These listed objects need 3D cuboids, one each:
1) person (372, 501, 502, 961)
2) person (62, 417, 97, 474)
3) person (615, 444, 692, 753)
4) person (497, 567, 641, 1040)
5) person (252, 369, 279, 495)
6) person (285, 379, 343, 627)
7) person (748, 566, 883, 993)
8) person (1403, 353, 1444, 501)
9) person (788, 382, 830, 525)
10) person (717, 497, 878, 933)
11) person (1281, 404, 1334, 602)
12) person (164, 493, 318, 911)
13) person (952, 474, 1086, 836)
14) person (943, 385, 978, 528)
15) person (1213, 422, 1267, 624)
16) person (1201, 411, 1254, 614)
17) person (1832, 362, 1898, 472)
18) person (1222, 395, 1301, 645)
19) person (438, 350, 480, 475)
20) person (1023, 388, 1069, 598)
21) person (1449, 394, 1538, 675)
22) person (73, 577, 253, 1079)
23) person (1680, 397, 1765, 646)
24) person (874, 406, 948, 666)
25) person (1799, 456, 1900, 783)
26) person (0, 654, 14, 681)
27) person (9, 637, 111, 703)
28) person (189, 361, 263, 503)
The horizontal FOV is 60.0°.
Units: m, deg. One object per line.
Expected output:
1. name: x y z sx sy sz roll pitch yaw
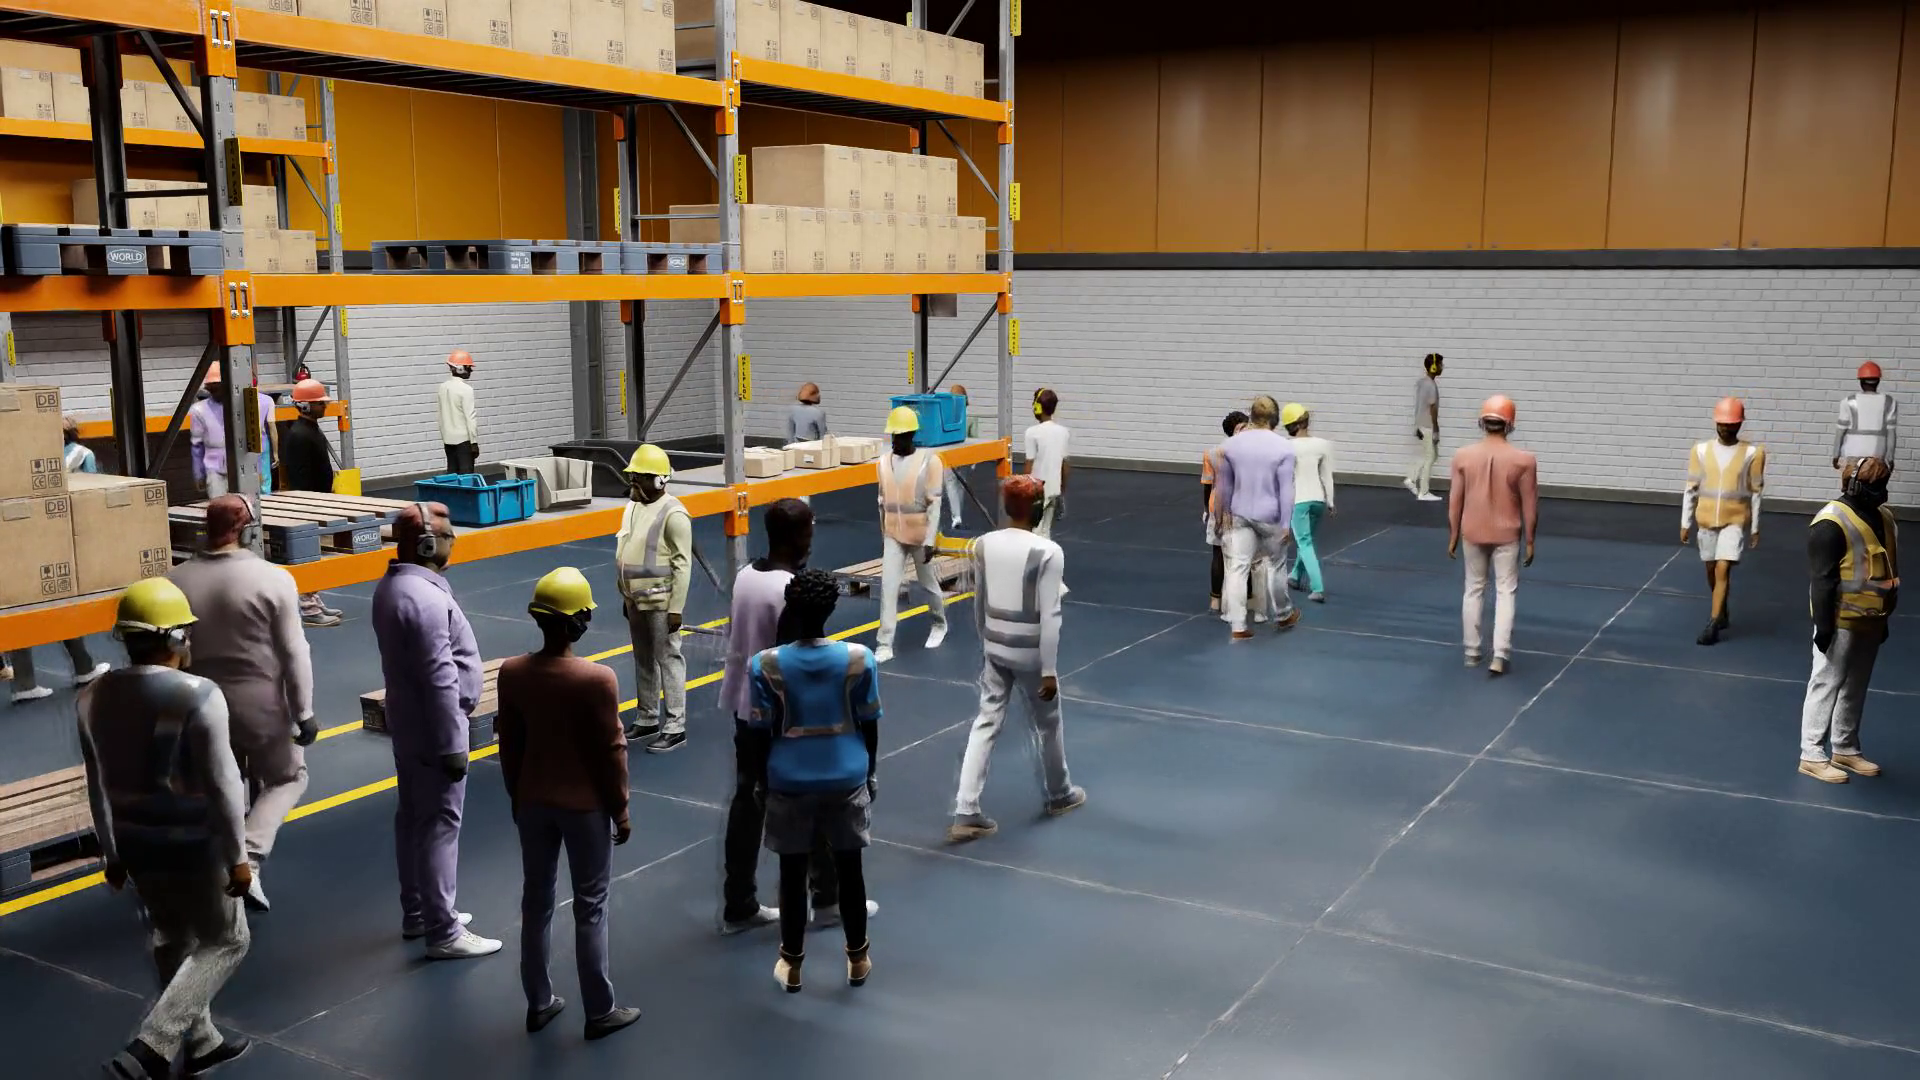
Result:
1. person: -2.189 0.785 6.939 0.411 1.908 0.643 -6 11 -33
2. person: -7.820 -0.298 14.683 0.506 1.596 0.878 4 10 22
3. person: -1.841 0.342 9.920 0.403 1.837 0.591 -9 13 -44
4. person: -1.457 0.976 6.189 0.530 1.768 0.312 3 10 19
5. person: -7.608 -0.930 17.829 0.567 1.846 0.389 -3 10 -18
6. person: -5.235 -0.304 13.457 0.390 1.995 0.613 -2 9 -13
7. person: -0.568 0.947 6.580 0.529 1.697 0.321 -2 9 -9
8. person: 5.860 -1.403 20.769 0.414 1.853 0.546 0 9 -2
9. person: -1.675 -0.970 18.817 0.515 1.616 0.611 7 12 39
10. person: -0.717 0.754 7.220 0.776 1.880 0.594 -7 11 -36
11. person: 2.973 -0.330 14.535 0.533 1.704 0.811 -5 10 -26
12. person: -3.176 0.740 7.282 0.708 1.888 0.493 1 9 5
13. person: 0.284 0.577 8.474 0.593 1.838 0.976 7 12 39
14. person: -0.045 -0.945 18.697 0.515 1.597 0.819 -2 9 -13
15. person: 2.310 -0.131 13.467 0.522 1.645 0.305 1 9 8
16. person: 2.285 -0.227 13.909 0.540 1.695 0.317 2 9 15
17. person: 9.602 -0.935 17.694 0.561 1.890 0.994 3 10 20
18. person: 2.367 -0.175 12.951 0.654 1.894 0.969 6 11 34
19. person: -5.552 -1.114 18.524 0.623 1.990 0.391 8 12 39
20. person: 0.717 -0.374 14.427 0.583 1.895 0.561 8 12 42
21. person: 3.803 -0.043 11.885 0.613 2.006 0.407 5 11 30
22. person: -2.710 1.039 5.655 0.608 1.809 0.594 3 10 20
23. person: 5.956 -0.177 12.981 0.555 1.904 0.956 7 12 38
24. person: -0.360 -0.063 12.339 0.580 1.882 0.988 4 10 26
25. person: 4.997 0.443 9.323 0.622 1.836 0.431 -6 11 -32
26. person: -6.958 0.031 11.225 0.684 2.000 0.912 3 10 20
27. person: -6.189 0.109 11.226 0.607 1.881 0.905 1 9 6
28. person: -6.937 -0.685 15.744 0.628 2.023 0.494 -2 9 -11
